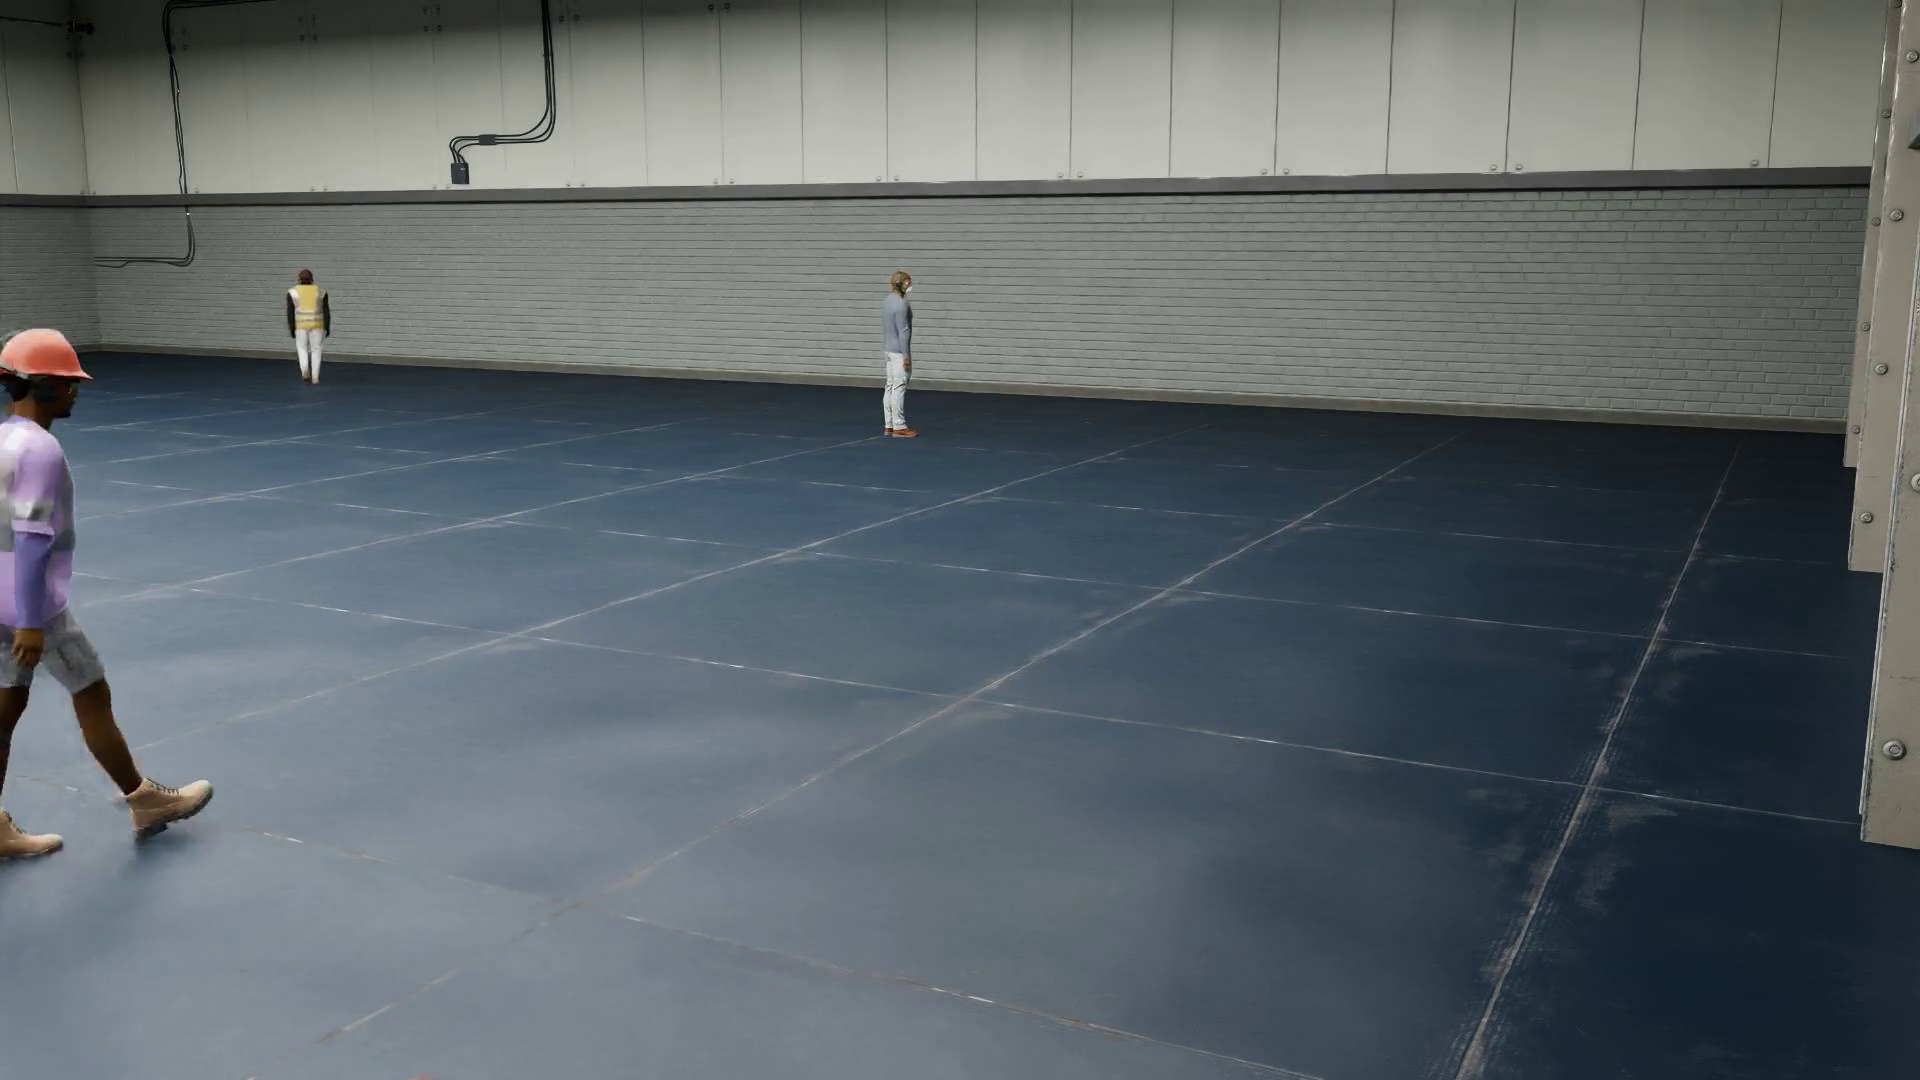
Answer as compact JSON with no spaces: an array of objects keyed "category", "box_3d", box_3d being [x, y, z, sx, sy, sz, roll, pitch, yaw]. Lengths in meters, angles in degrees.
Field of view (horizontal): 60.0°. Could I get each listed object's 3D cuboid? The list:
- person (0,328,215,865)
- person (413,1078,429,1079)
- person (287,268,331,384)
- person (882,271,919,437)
[{"category":"person","box_3d":[-3.389,0.211,6.331,0.637,1.999,0.964,10,14,43]},{"category":"person","box_3d":[-0.475,1.266,1.534,0.525,1.639,0.307,3,11,14]},{"category":"person","box_3d":[-10.325,-3.392,26.417,0.638,1.825,0.452,-4,11,-21]},{"category":"person","box_3d":[-0.715,-2.170,19.461,0.355,1.936,0.637,-4,11,-20]}]
